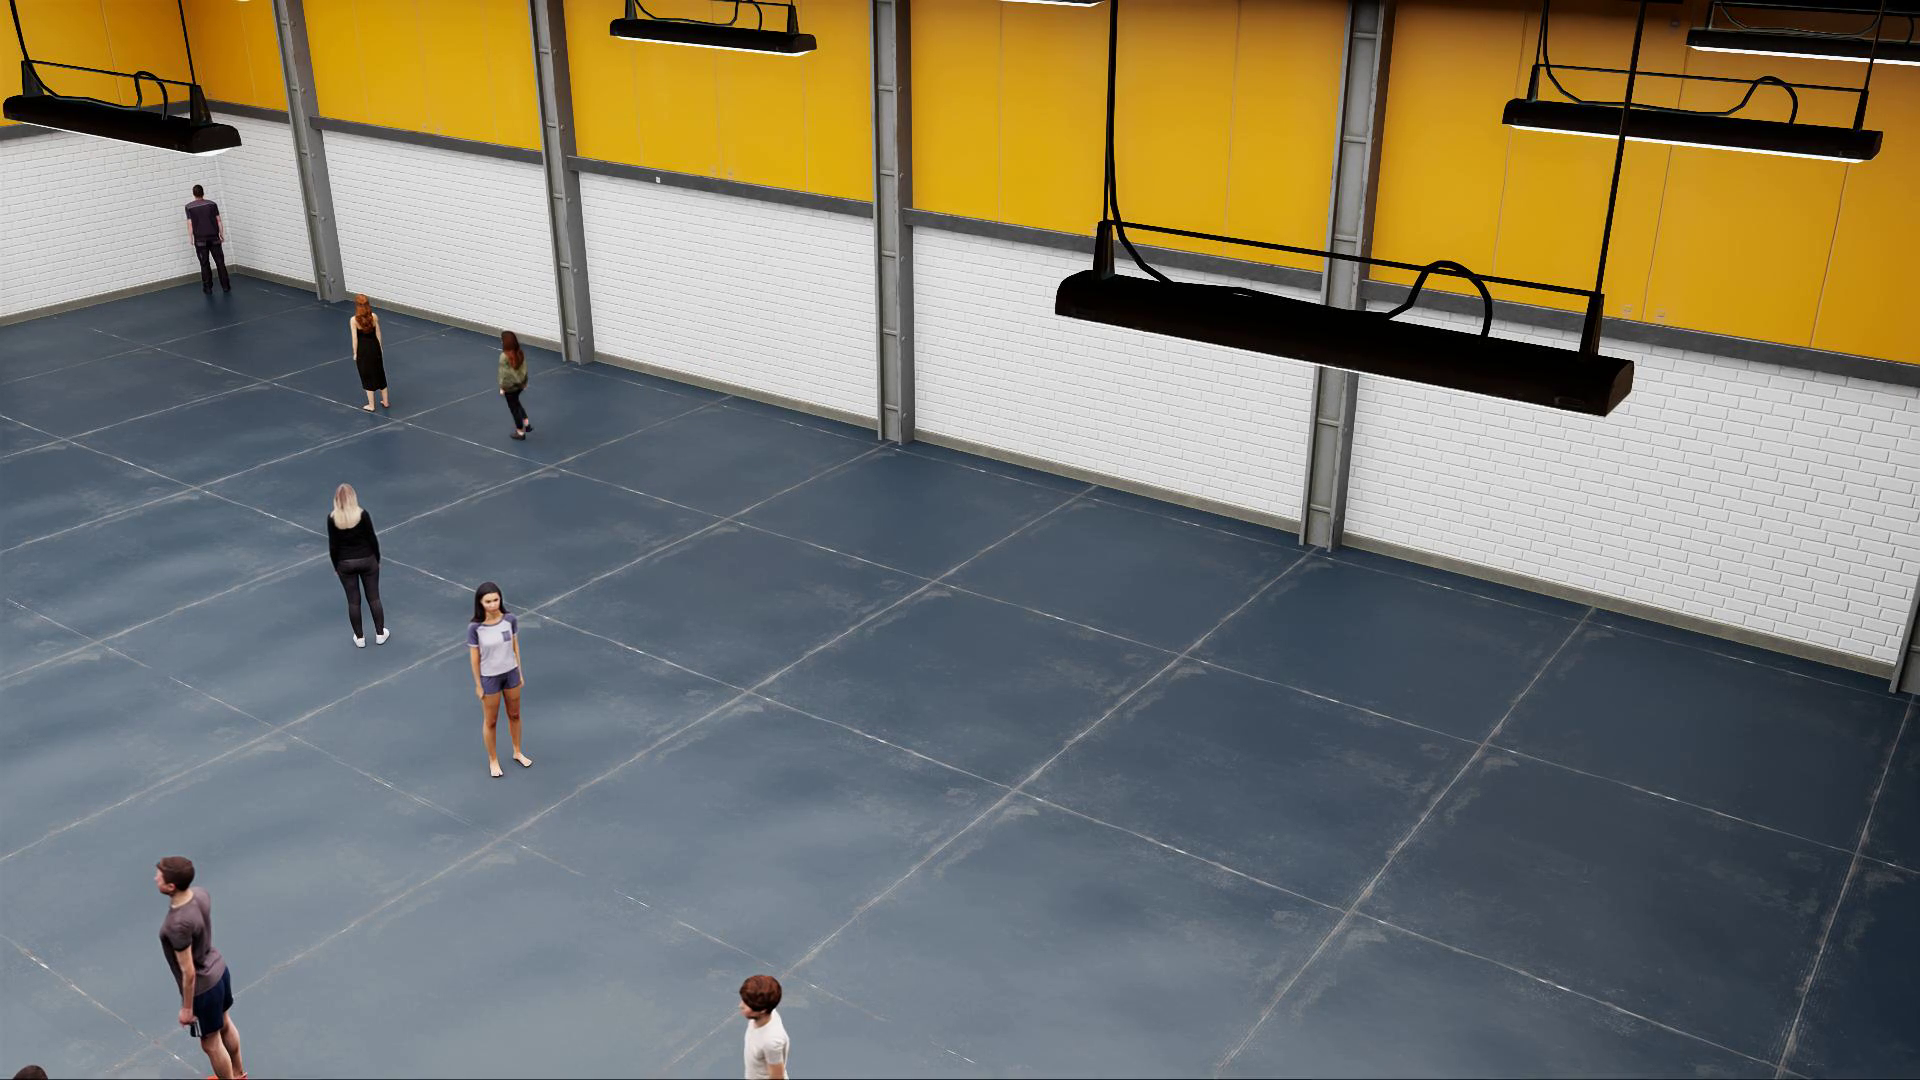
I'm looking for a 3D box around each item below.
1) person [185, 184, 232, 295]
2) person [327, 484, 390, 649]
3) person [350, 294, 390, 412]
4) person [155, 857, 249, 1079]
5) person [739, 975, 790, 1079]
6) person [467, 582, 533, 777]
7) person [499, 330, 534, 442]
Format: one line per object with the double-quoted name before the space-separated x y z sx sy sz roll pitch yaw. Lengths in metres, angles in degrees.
"person" -12.842 -5.146 28.373 0.794 1.846 0.762 -13 27 -27
"person" -5.887 0.247 16.235 0.691 1.686 0.728 -7 25 -15
"person" -8.100 -2.578 22.773 0.617 1.625 0.617 22 32 40
"person" -4.691 2.746 10.310 0.773 1.853 0.726 -3 24 -6
"person" -1.097 3.183 9.557 0.727 1.654 0.635 -9 25 -20
"person" -3.912 1.156 14.096 0.643 1.734 0.614 -17 29 -34
"person" -5.751 -1.997 21.640 0.632 1.468 0.635 10 25 21
